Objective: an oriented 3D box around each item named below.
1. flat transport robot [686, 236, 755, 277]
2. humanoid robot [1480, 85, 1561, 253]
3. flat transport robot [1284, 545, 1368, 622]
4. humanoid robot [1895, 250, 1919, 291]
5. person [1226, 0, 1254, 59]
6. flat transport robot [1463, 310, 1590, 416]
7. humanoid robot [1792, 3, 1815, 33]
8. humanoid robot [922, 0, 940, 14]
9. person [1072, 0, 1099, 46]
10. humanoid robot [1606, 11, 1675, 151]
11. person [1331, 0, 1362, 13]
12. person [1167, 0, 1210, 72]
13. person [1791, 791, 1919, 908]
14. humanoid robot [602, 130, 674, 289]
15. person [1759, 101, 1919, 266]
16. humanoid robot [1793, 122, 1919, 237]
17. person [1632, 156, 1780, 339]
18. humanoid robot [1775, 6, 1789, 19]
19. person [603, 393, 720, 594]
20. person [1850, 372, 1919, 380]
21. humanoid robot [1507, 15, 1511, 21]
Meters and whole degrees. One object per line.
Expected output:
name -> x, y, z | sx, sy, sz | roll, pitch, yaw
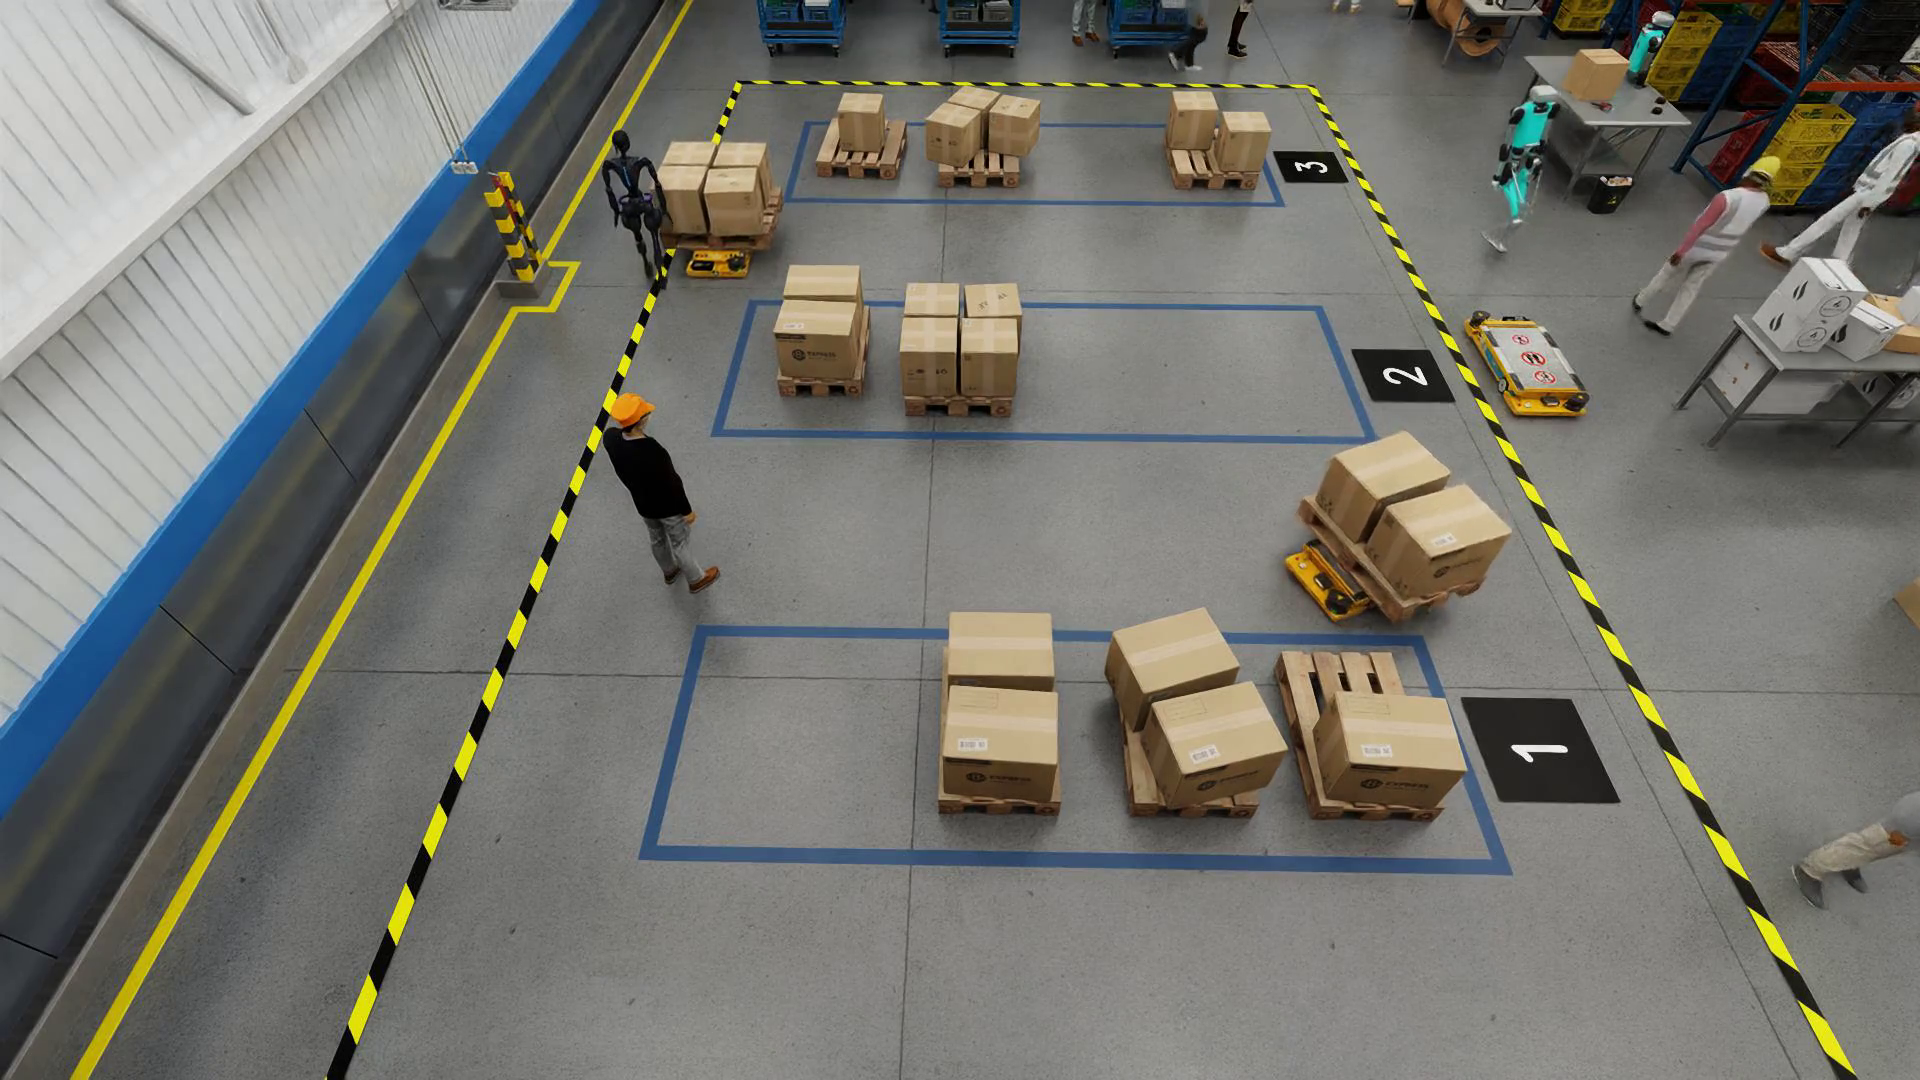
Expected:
flat transport robot -> -2.689, -3.514, 10.557 | 0.652, 0.197, 1.431 | 1, 49, 1
humanoid robot -> 6.113, -3.884, 9.929 | 0.547, 1.774, 0.818 | -9, 50, -8
flat transport robot -> 3.421, 0.148, 7.387 | 1.431, 0.197, 0.652 | -17, 51, -14
humanoid robot -> 10.364, -3.207, 9.333 | 0.773, 1.762, 0.545 | 19, 52, 16
person -> 4.294, -8.214, 13.521 | 0.362, 1.963, 0.611 | 9, 50, 8
flat transport robot -> 5.573, -1.757, 9.054 | 0.659, 0.231, 1.431 | 1, 49, 1
humanoid robot -> 13.195, -8.694, 14.121 | 0.609, 1.648, 0.333 | -14, 51, -12
humanoid robot -> -0.509, -9.462, 14.794 | 0.534, 1.639, 0.592 | 27, 54, 21
person -> 1.998, -8.559, 13.838 | 0.627, 1.939, 0.376 | -21, 52, -17
humanoid robot -> 8.450, -5.567, 11.292 | 0.735, 1.677, 0.533 | 9, 50, 8
person -> 6.466, -9.516, 14.740 | 0.666, 1.836, 0.431 | 22, 53, 18
person -> 3.410, -7.640, 13.113 | 0.573, 1.838, 0.599 | -3, 49, -2
person -> 5.510, 1.581, 5.170 | 0.572, 1.768, 0.399 | -10, 50, -8
humanoid robot -> -3.354, -3.482, 9.622 | 0.609, 1.637, 0.607 | -8, 50, -6
person -> 9.467, -3.706, 9.699 | 0.621, 1.845, 0.889 | -34, 57, -26
humanoid robot -> 10.034, -3.979, 10.058 | 0.542, 1.628, 0.601 | -16, 51, -13
person -> 7.324, -2.913, 9.063 | 0.660, 1.776, 0.743 | 2, 49, 2
humanoid robot -> 13.398, -8.954, 14.368 | 0.561, 1.863, 0.752 | -11, 50, -10
person -> -2.204, -0.305, 6.733 | 0.585, 1.880, 0.375 | 22, 53, 18
person -> 9.008, -2.085, 8.200 | 0.683, 2.035, 0.612 | 2, 49, 2
humanoid robot -> 8.509, -8.519, 13.996 | 0.598, 1.631, 0.731 | 20, 52, 17
